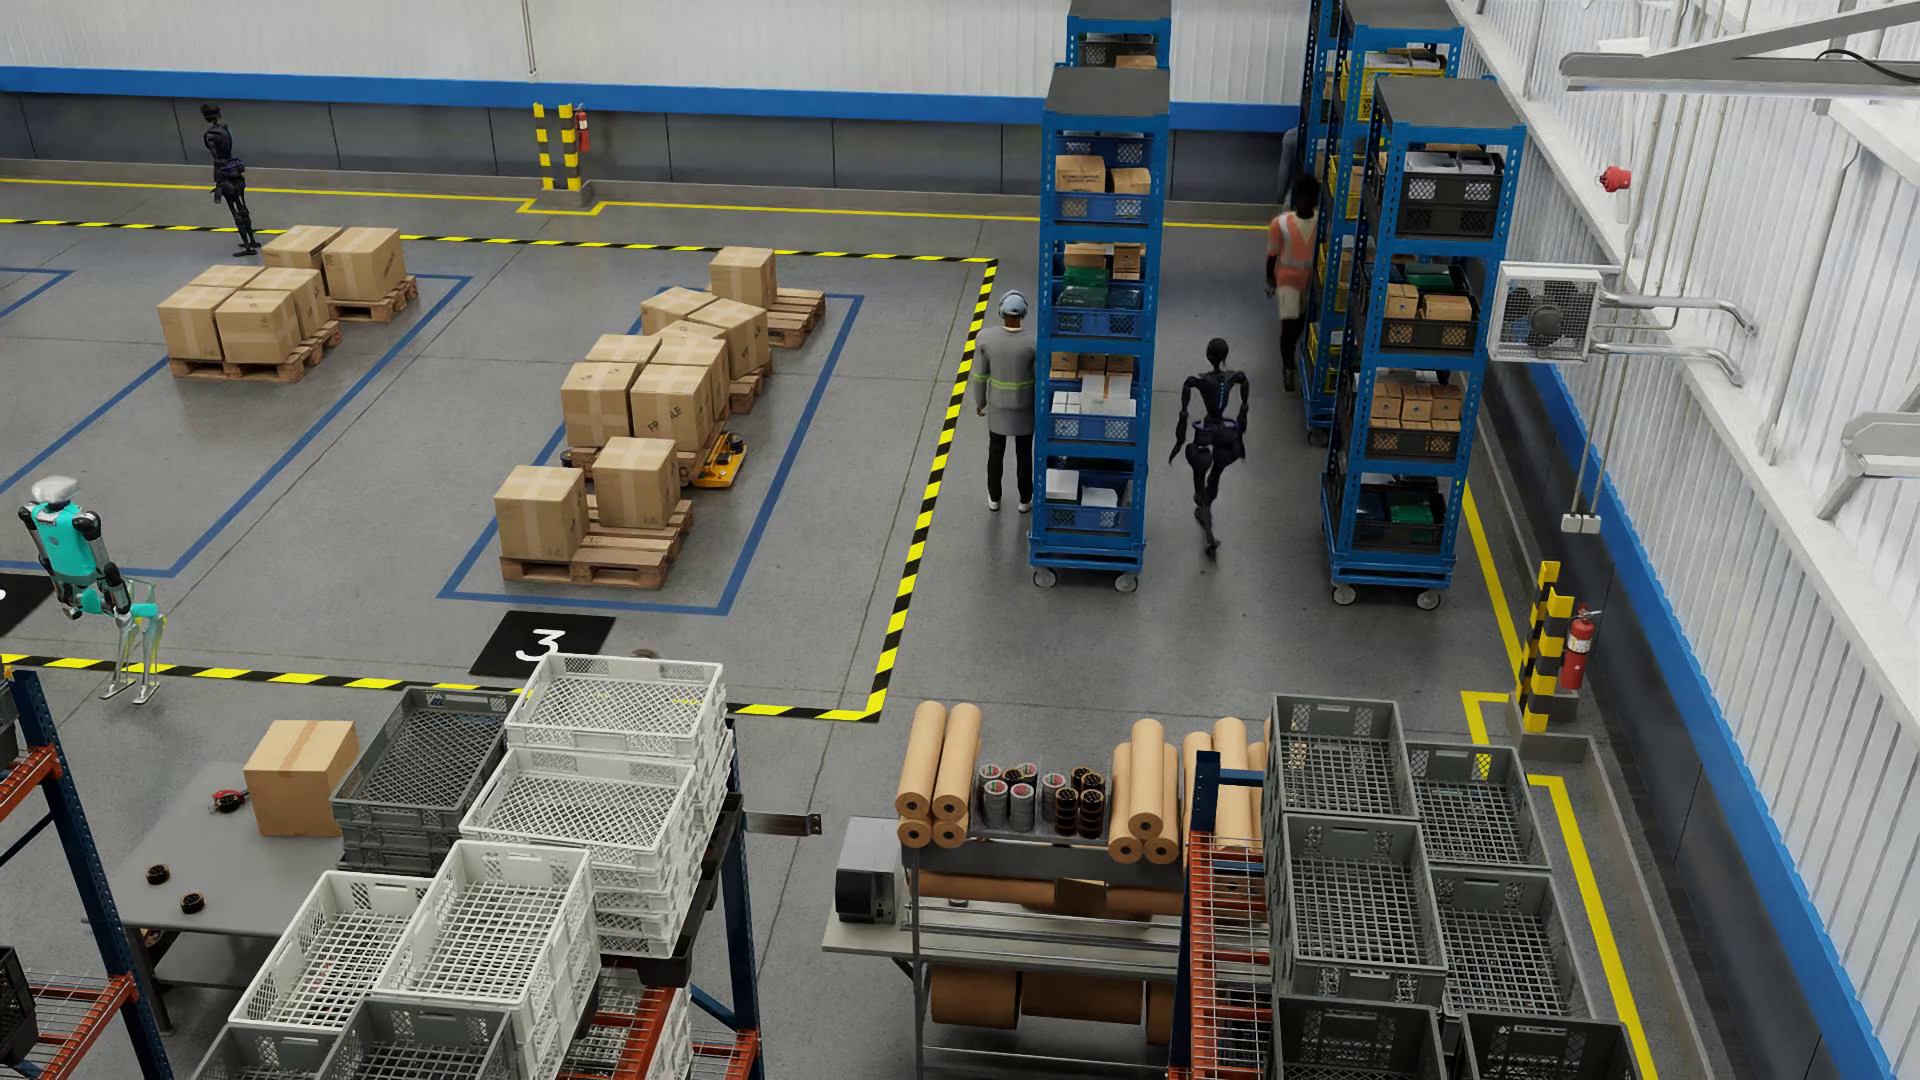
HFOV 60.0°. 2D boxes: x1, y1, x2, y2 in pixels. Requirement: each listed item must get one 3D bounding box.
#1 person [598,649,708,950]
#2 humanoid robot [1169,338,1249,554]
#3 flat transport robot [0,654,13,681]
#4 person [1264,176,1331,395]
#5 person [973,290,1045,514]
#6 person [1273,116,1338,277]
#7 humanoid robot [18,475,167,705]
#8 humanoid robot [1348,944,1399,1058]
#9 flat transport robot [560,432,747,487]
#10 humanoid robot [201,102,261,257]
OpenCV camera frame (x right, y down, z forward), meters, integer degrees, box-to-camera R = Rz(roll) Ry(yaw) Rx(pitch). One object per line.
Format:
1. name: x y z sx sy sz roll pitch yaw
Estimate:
1. person: -1.552 1.396 8.731 0.642 1.823 0.475 10 32 16
2. humanoid robot: 1.922 -0.714 12.543 0.602 1.645 0.718 -6 31 -10
3. flat transport robot: -7.142 0.969 11.010 1.431 0.231 0.659 3 30 6
4. person: 3.079 -2.321 15.007 0.609 1.926 0.869 -3 30 -6
5. person: 0.409 -1.079 12.953 0.598 1.851 0.384 6 31 10
6. person: 3.585 -3.651 17.301 0.626 1.932 0.369 -10 32 -17
7. humanoid robot: -5.429 0.256 10.645 0.533 1.673 0.735 8 31 14
8. humanoid robot: 1.695 2.328 7.297 0.614 1.635 0.614 -10 32 -17
9. flat transport robot: -2.554 -0.707 13.861 1.431 0.197 0.652 3 30 6
10. humanoid robot: -7.906 -3.900 17.961 0.315 1.654 0.599 -2 30 -4
